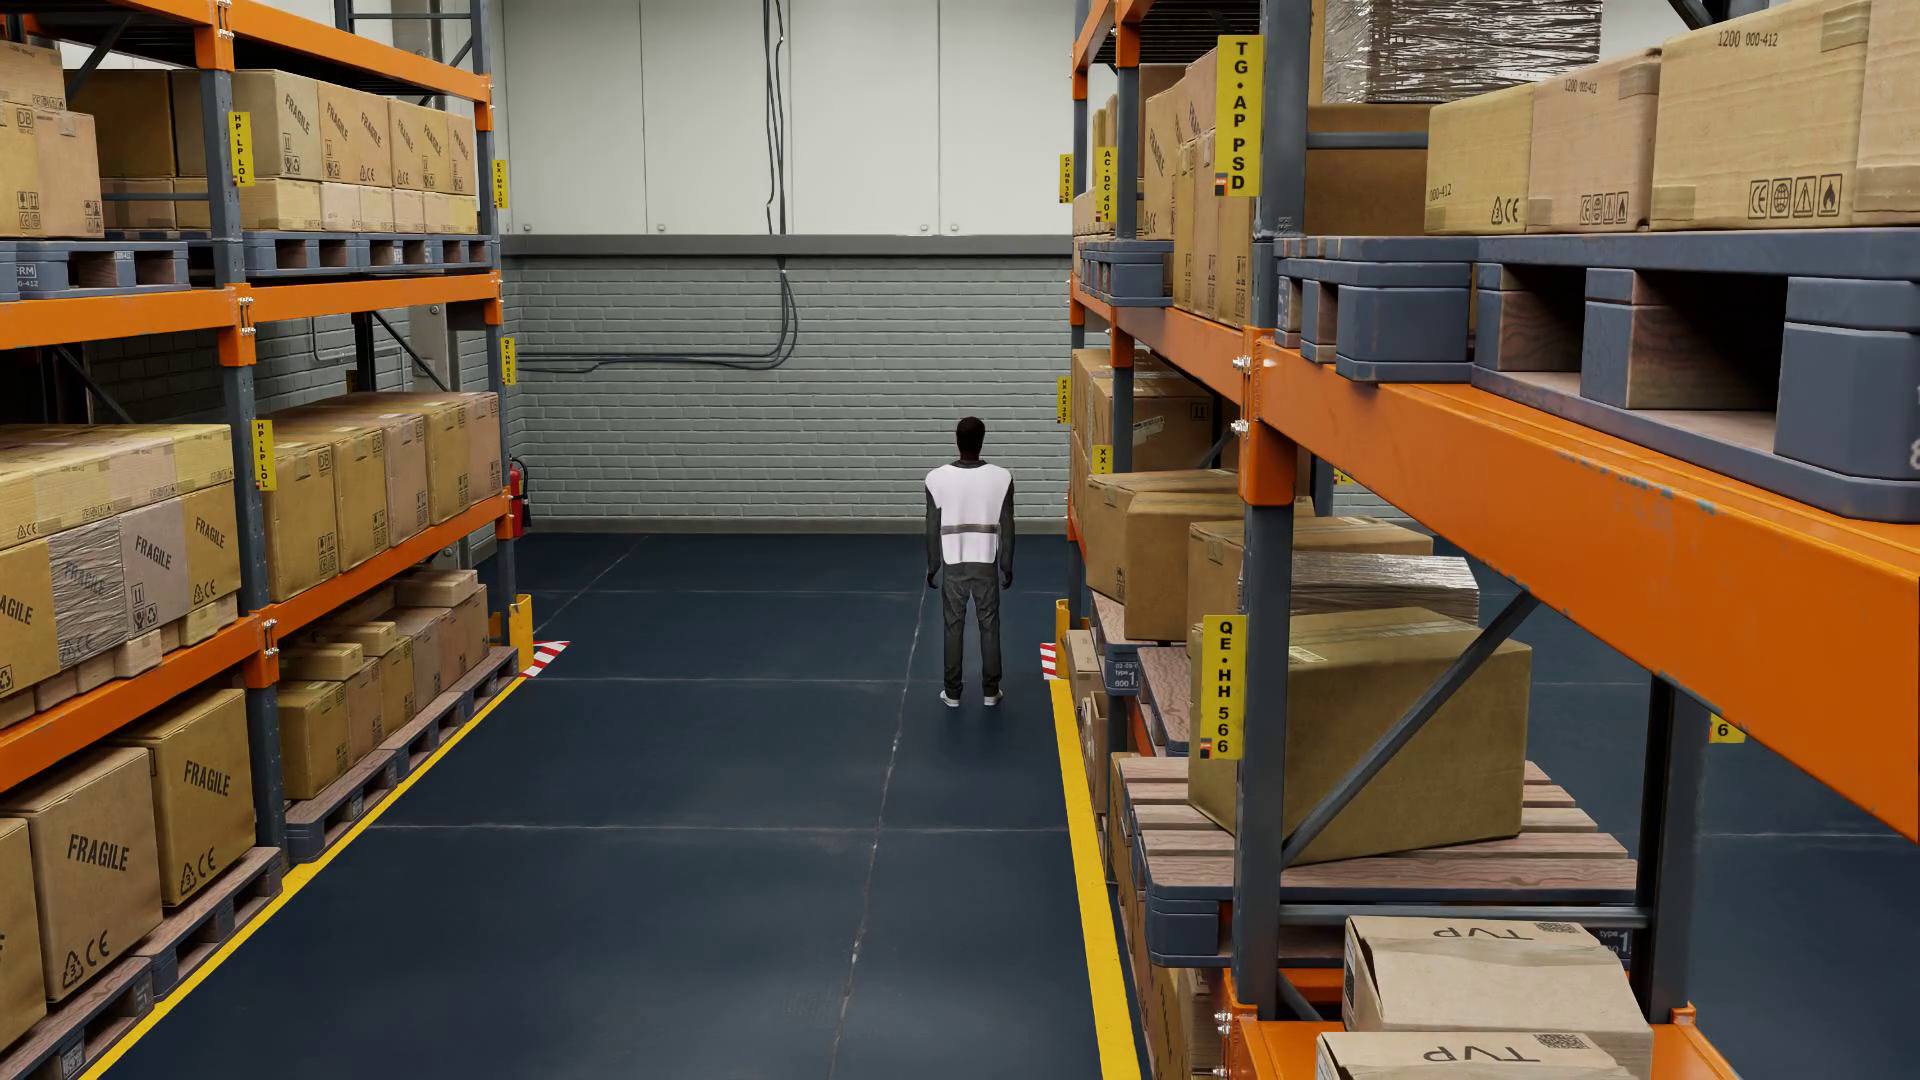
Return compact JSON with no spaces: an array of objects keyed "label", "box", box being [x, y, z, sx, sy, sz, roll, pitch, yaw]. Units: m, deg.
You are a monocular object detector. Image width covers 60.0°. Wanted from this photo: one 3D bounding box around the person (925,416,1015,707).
[{"label":"person","box":[0.067,0.150,10.918,0.591,1.919,0.390,-1,10,-3]}]
